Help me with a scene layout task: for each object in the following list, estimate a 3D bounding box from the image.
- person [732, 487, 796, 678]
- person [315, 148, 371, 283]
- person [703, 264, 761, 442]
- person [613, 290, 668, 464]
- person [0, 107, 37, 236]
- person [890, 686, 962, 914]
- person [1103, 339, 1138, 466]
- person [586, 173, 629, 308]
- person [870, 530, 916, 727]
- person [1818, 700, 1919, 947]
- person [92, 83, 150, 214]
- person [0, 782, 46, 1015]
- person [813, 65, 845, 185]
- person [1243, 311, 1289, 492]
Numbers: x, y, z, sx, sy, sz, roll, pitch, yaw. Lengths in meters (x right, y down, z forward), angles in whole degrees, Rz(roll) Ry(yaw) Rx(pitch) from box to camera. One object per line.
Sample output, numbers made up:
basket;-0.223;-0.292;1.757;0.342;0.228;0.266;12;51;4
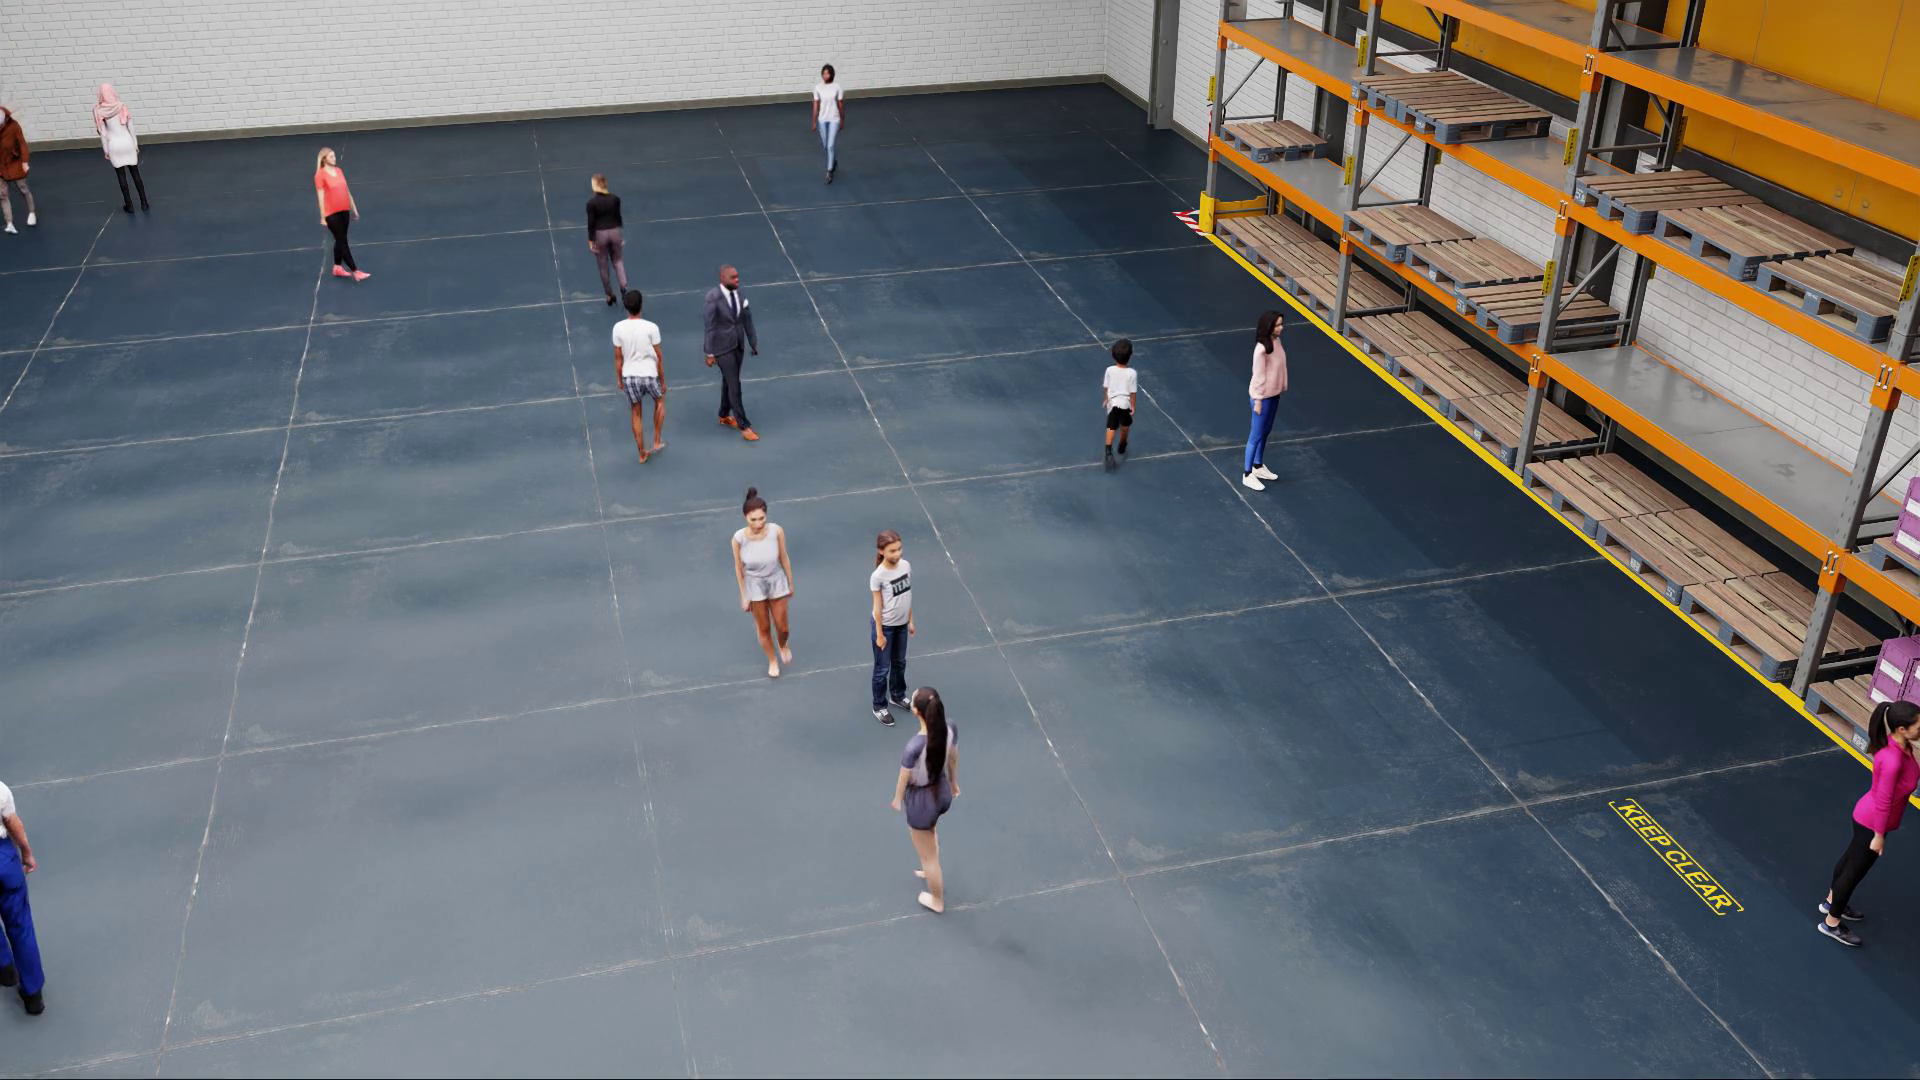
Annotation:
person;-1.527;0.300;12.934;0.634;1.626;0.627;-7;29;-12
person;-7.918;-4.102;20.961;1.005;1.669;0.991;12;31;21
person;-2.411;-1.944;16.869;1.125;1.798;1.033;19;34;31
person;-3.129;-1.554;16.242;0.772;1.714;0.792;1;29;3
person;-12.945;-5.109;22.684;0.736;1.786;1.098;-6;29;-11
person;-0.137;1.666;10.419;0.775;1.637;0.725;22;35;34
person;1.561;-1.347;16.352;0.740;1.246;0.899;8;30;14
person;-4.198;-3.562;19.977;0.739;1.662;0.807;-19;34;-31
person;-0.518;0.618;12.417;0.656;1.563;0.623;25;37;38
person;5.635;1.715;10.265;0.753;1.699;0.691;15;32;26
person;-11.831;-5.529;23.435;0.713;1.803;0.707;-20;34;-32
person;-5.593;1.992;9.620;0.852;1.830;0.982;-21;35;-33
person;-1.943;-6.238;24.861;0.916;1.682;1.201;5;29;9
person;2.896;-1.355;15.819;0.762;1.769;0.727;19;34;31
